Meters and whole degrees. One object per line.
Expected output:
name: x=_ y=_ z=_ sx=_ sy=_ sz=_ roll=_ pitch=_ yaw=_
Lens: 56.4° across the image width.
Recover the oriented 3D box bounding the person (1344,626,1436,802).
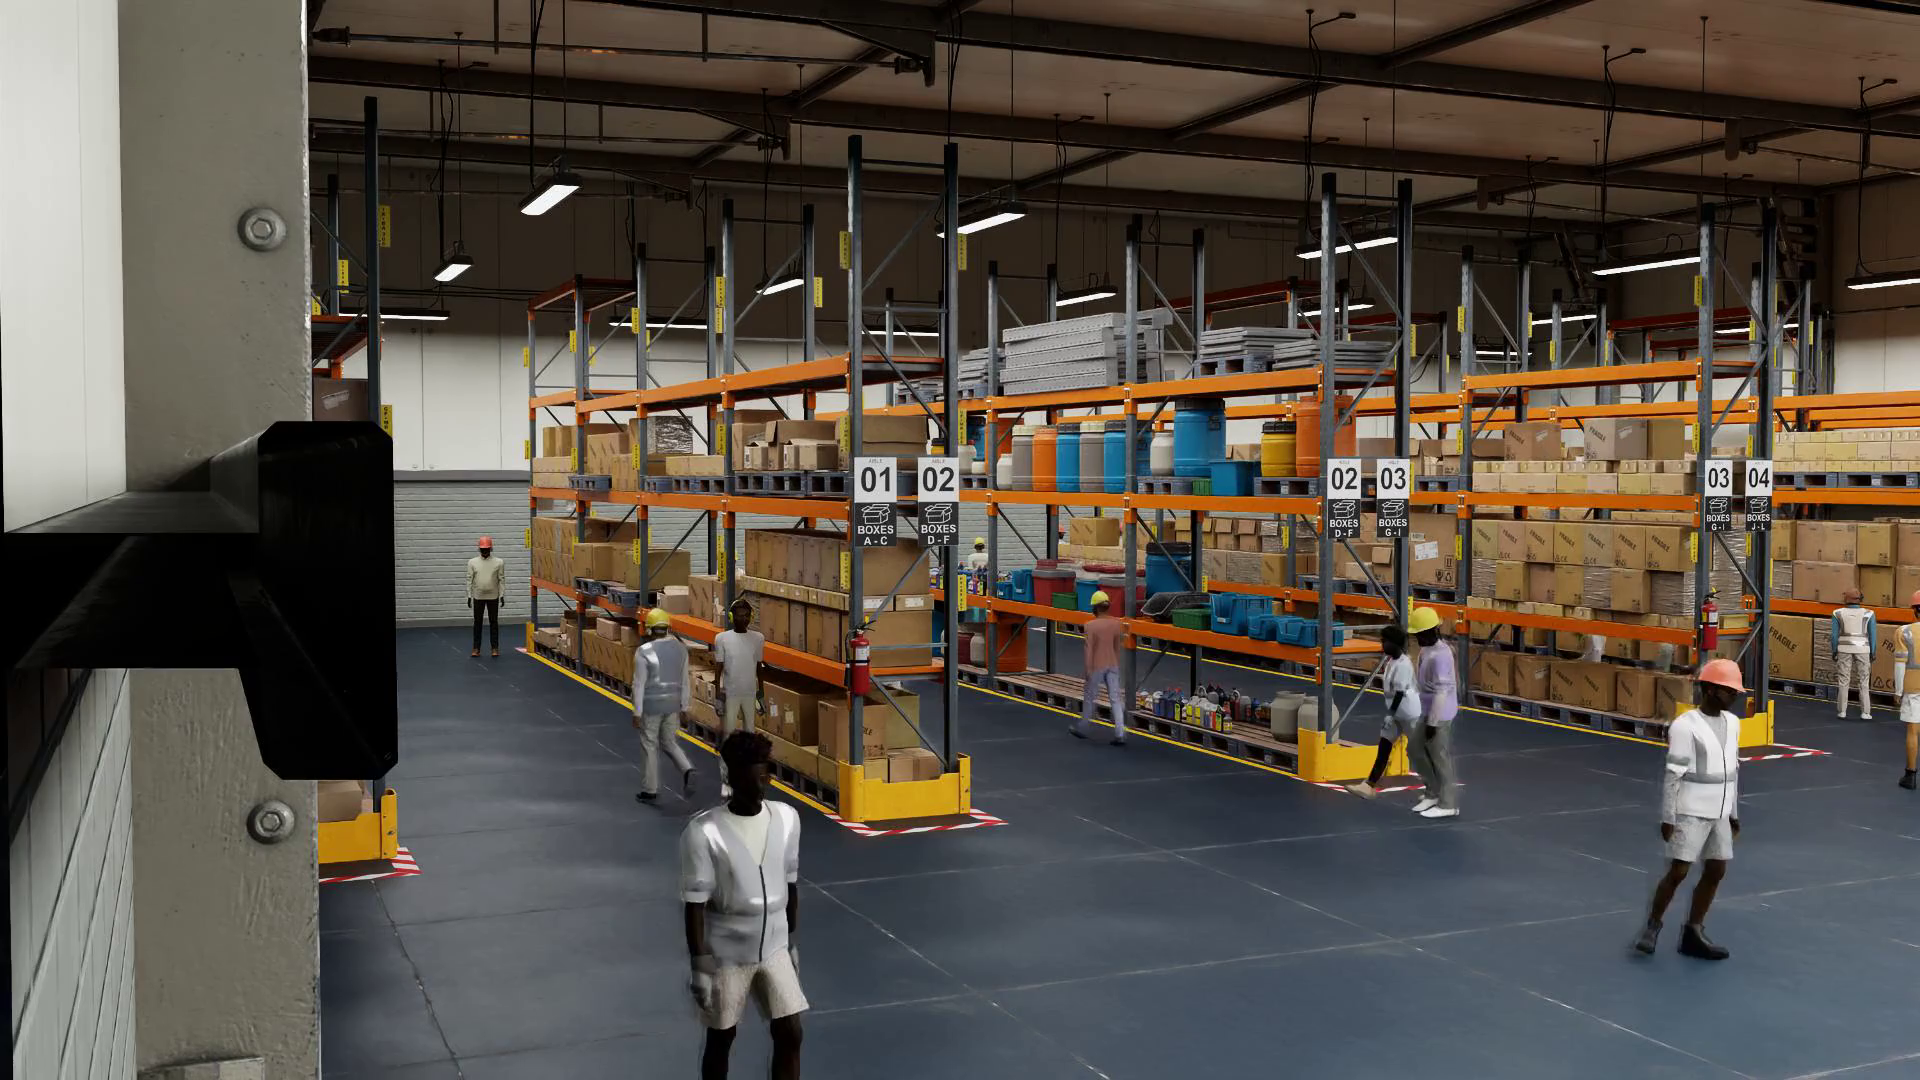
person: x=4.043 y=1.613 z=16.537 sx=0.908 sy=1.633 sz=0.545 roll=0 pitch=2 yaw=-5

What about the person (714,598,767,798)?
person: x=-2.079 y=1.486 z=16.957 sx=0.512 sy=1.874 sz=0.328 roll=-1 pitch=2 yaw=-25

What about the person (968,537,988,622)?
person: x=0.382 y=0.828 z=35.495 sx=0.532 sy=1.767 sz=0.328 roll=-1 pitch=2 yaw=-23

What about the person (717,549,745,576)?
person: x=-3.473 y=1.069 z=27.155 sx=0.594 sy=1.922 sz=0.379 roll=-1 pitch=2 yaw=-25

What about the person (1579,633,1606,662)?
person: x=8.949 y=1.176 z=25.369 sx=0.582 sy=1.861 sz=0.804 roll=-1 pitch=2 yaw=-26

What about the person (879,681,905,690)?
person: x=-0.793 y=1.528 z=19.471 sx=0.516 sy=1.591 sz=0.855 roll=-1 pitch=2 yaw=-26

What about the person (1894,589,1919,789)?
person: x=9.344 y=1.440 z=17.372 sx=0.543 sy=1.934 sz=0.362 roll=1 pitch=2 yaw=17

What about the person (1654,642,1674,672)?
person: x=10.004 y=1.190 z=25.348 sx=0.622 sy=1.817 sz=0.430 roll=-1 pitch=3 yaw=-30

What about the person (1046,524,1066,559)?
person: x=2.095 y=0.633 z=38.424 sx=0.546 sy=1.934 sz=0.376 roll=2 pitch=3 yaw=45

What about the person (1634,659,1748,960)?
person: x=4.627 y=1.697 z=11.294 sx=0.704 sy=1.901 sz=0.523 roll=-1 pitch=2 yaw=-25

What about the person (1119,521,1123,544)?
person: x=3.352 y=0.574 z=39.147 sx=0.817 sy=1.988 sz=0.624 roll=-1 pitch=2 yaw=-21

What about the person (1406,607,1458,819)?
person: x=4.164 y=1.524 z=15.802 sx=0.507 sy=1.880 sz=0.676 roll=0 pitch=2 yaw=0

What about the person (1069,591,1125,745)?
person: x=1.586 y=1.436 z=20.220 sx=0.549 sy=1.711 sz=0.922 roll=-1 pitch=3 yaw=-31

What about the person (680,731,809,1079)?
person: x=-0.880 y=1.803 z=7.791 sx=0.620 sy=1.934 sz=0.806 roll=-2 pitch=3 yaw=-36

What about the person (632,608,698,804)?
person: x=-2.728 y=1.535 z=16.507 sx=0.612 sy=1.810 sz=0.595 roll=2 pitch=3 yaw=42

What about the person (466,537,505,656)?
person: x=-7.871 y=0.936 z=29.735 sx=0.625 sy=1.990 sz=0.395 roll=0 pitch=2 yaw=-10

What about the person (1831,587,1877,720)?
person: x=11.036 y=1.403 z=22.123 sx=0.514 sy=1.640 sz=0.310 roll=1 pitch=3 yaw=32
